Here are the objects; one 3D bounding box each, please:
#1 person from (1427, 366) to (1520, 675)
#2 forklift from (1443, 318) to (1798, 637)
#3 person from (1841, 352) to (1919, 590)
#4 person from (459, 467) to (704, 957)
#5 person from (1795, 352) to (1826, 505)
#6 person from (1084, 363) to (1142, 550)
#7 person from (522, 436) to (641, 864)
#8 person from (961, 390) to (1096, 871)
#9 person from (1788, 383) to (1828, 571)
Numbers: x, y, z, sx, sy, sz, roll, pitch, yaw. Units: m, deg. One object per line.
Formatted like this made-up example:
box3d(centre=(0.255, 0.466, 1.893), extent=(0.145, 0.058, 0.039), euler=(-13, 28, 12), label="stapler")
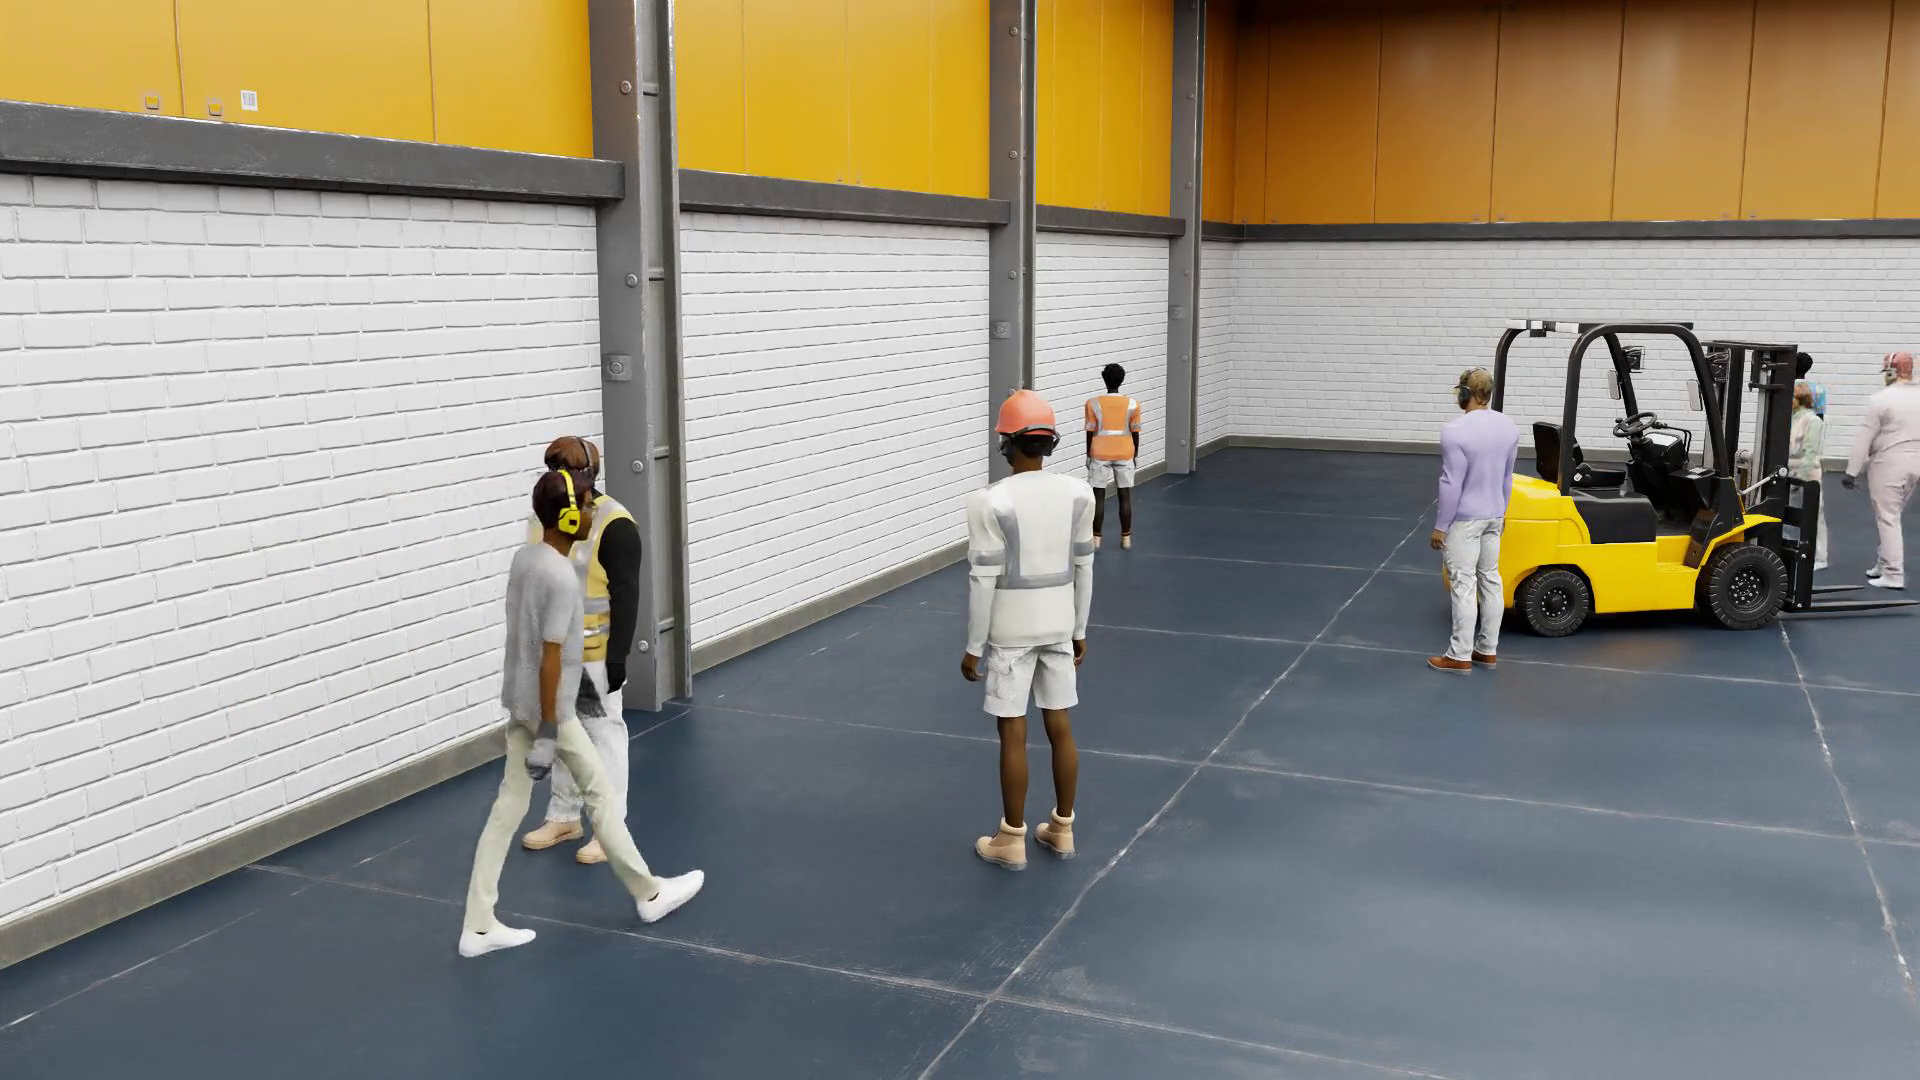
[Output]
box3d(centre=(3.217, -0.119, 10.472), extent=(0.627, 1.941, 0.371), euler=(-6, 11, -32), label="person")
box3d(centre=(4.706, -0.497, 11.990), extent=(2.313, 2.155, 1.214), euler=(-2, 10, -10), label="forklift")
box3d(centre=(7.399, -0.562, 13.329), extent=(0.657, 1.877, 0.717), euler=(-3, 10, -16), label="person")
box3d(centre=(-1.482, 0.634, 6.291), extent=(0.986, 1.819, 0.525), euler=(-8, 12, -39), label="person")
box3d(centre=(8.450, -1.047, 16.822), extent=(0.539, 1.695, 0.318), euler=(1, 9, 9), label="person")
box3d(centre=(1.381, -0.750, 15.062), extent=(0.527, 1.690, 0.321), euler=(-1, 9, -5), label="person")
box3d(centre=(-1.665, 0.467, 7.210), extent=(0.622, 1.847, 0.429), euler=(7, 11, 34), label="person")
box3d(centre=(0.280, 0.385, 7.099), extent=(0.605, 2.045, 0.377), euler=(-5, 11, -28), label="person")
box3d(centre=(6.941, -0.512, 13.922), extent=(0.882, 1.587, 0.515), euler=(-2, 10, -12), label="person")
